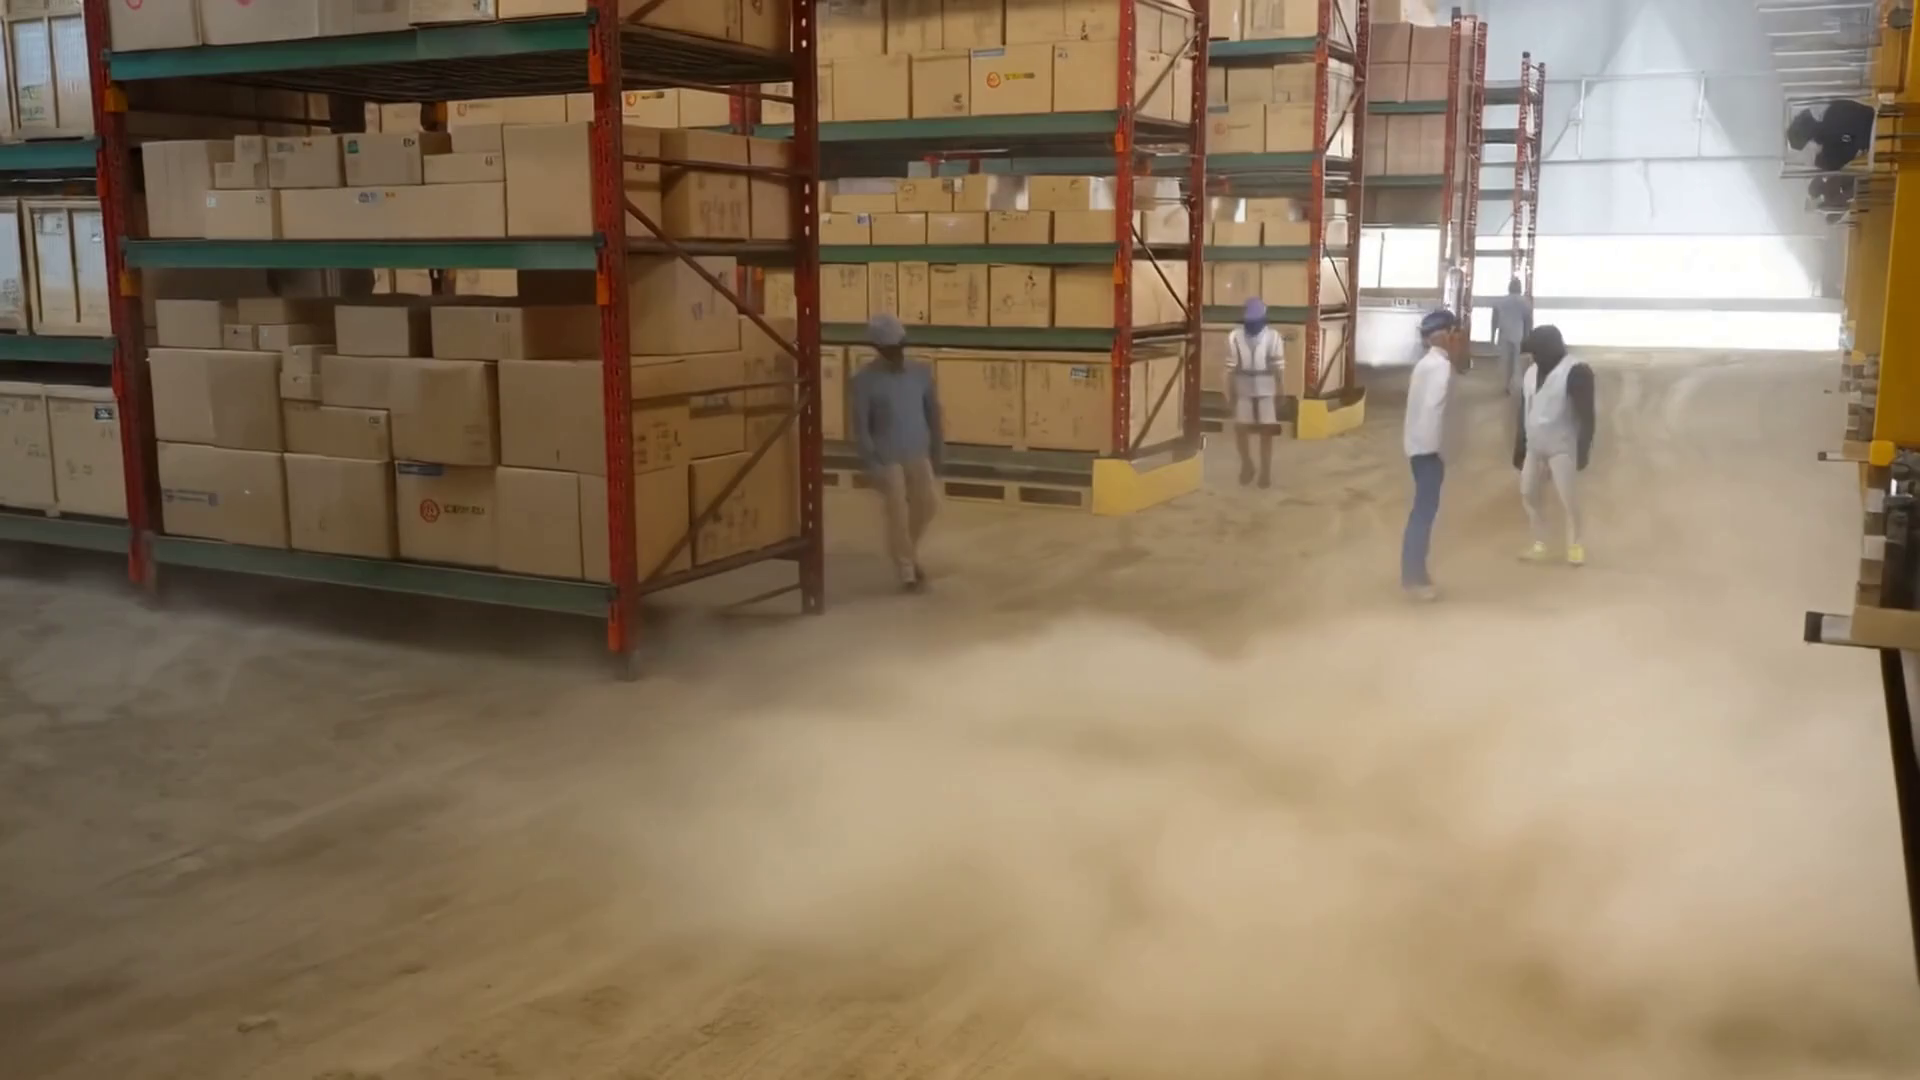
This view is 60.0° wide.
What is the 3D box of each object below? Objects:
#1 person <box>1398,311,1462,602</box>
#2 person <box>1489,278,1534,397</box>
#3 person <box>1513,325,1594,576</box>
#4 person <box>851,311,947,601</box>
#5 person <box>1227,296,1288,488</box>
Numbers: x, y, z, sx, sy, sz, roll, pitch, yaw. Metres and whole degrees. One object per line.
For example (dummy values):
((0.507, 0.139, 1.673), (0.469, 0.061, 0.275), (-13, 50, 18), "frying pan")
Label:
((3.207, -0.569, 11.281), (0.388, 1.946, 0.747), (1, 10, 8), "person")
((9.053, -3.314, 27.208), (0.663, 1.914, 0.783), (6, 11, 30), "person")
((4.362, -0.662, 12.196), (0.434, 1.809, 0.685), (-4, 10, -21), "person")
((-0.382, -0.551, 11.101), (0.697, 1.953, 0.458), (-5, 11, -25), "person")
((2.949, -1.455, 16.484), (0.613, 1.902, 0.513), (3, 10, 15), "person")
